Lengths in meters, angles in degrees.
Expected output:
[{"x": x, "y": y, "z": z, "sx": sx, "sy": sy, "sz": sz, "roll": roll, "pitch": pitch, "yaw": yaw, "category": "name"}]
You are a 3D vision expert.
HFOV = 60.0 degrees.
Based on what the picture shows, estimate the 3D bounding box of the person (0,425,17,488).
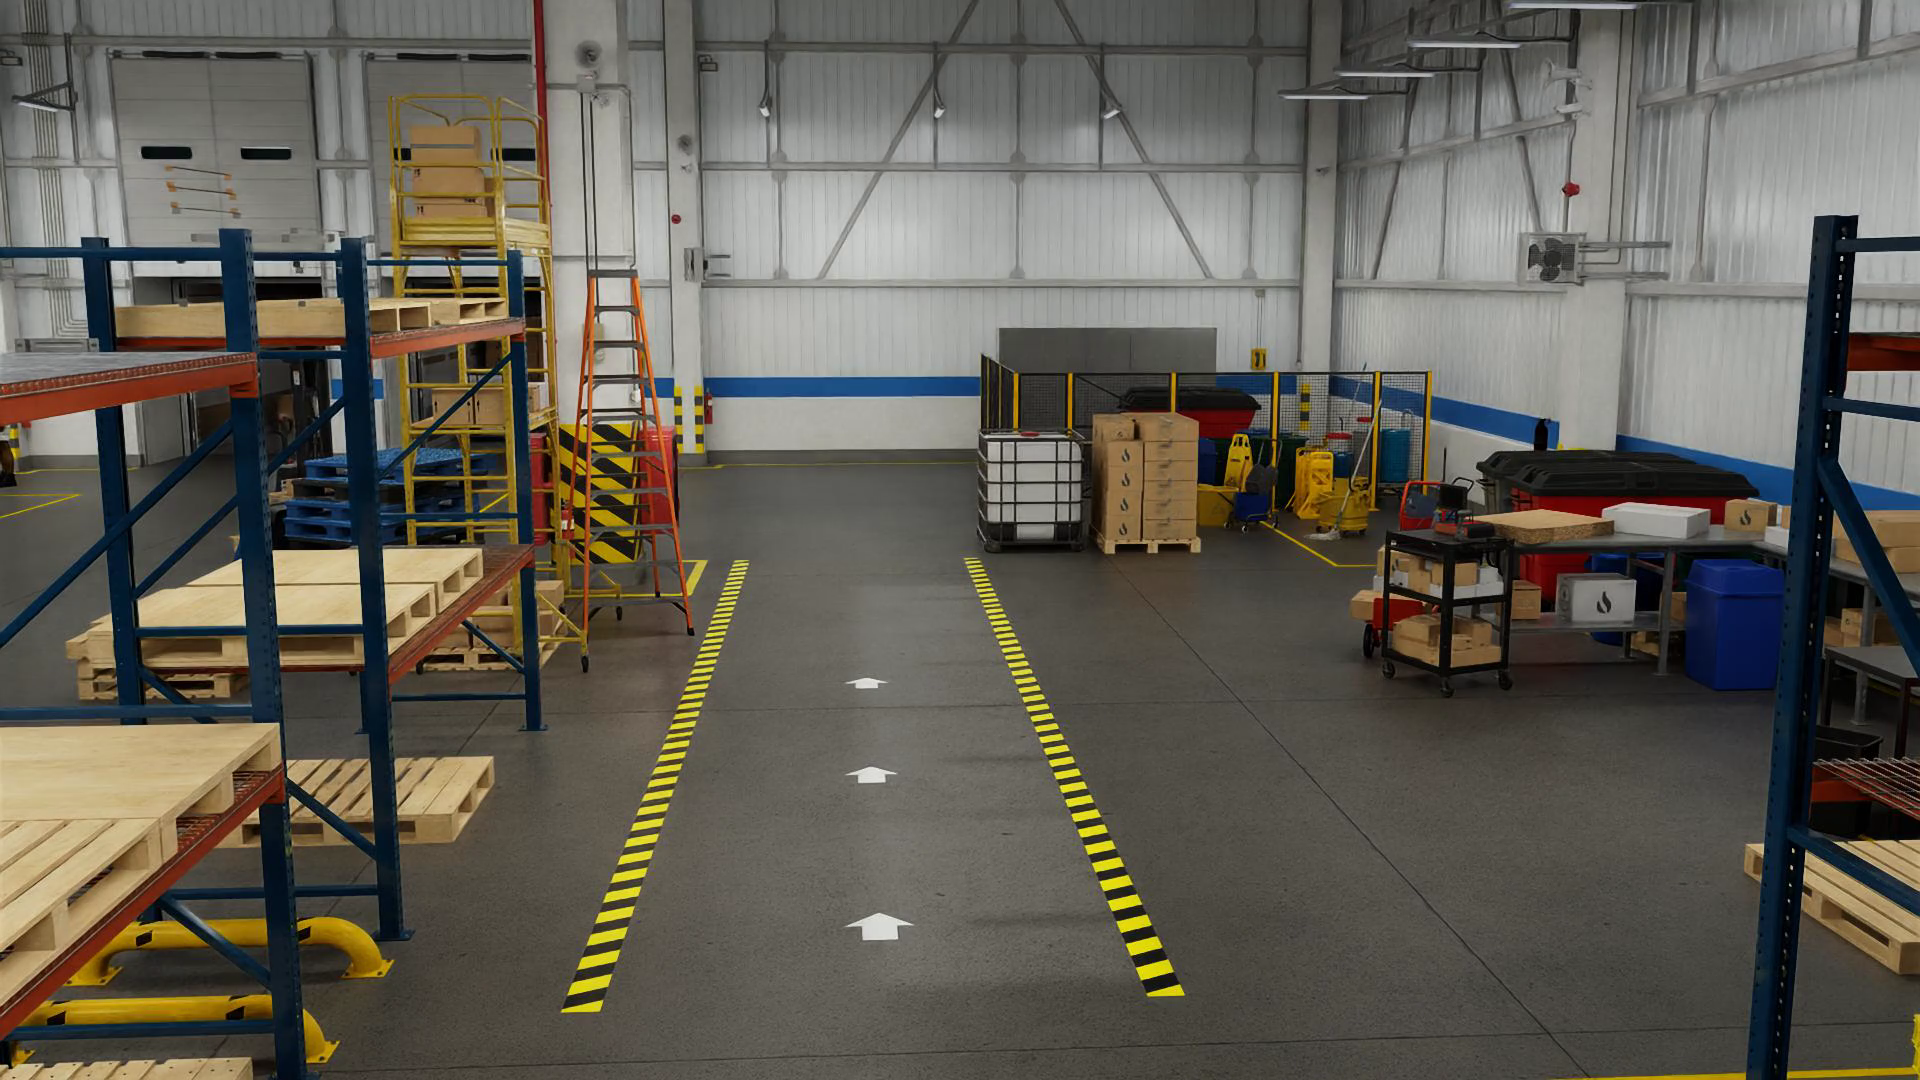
[{"x": -13.125, "y": -1.674, "z": 22.631, "sx": 0.388, "sy": 1.930, "sz": 0.544, "roll": -8, "pitch": 12, "yaw": -42, "category": "person"}]

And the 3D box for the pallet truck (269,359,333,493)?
[{"x": -7.062, "y": -1.131, "z": 18.996, "sx": 1.885, "sy": 1.965, "sz": 0.823, "roll": 2, "pitch": 9, "yaw": 13, "category": "pallet truck"}]
